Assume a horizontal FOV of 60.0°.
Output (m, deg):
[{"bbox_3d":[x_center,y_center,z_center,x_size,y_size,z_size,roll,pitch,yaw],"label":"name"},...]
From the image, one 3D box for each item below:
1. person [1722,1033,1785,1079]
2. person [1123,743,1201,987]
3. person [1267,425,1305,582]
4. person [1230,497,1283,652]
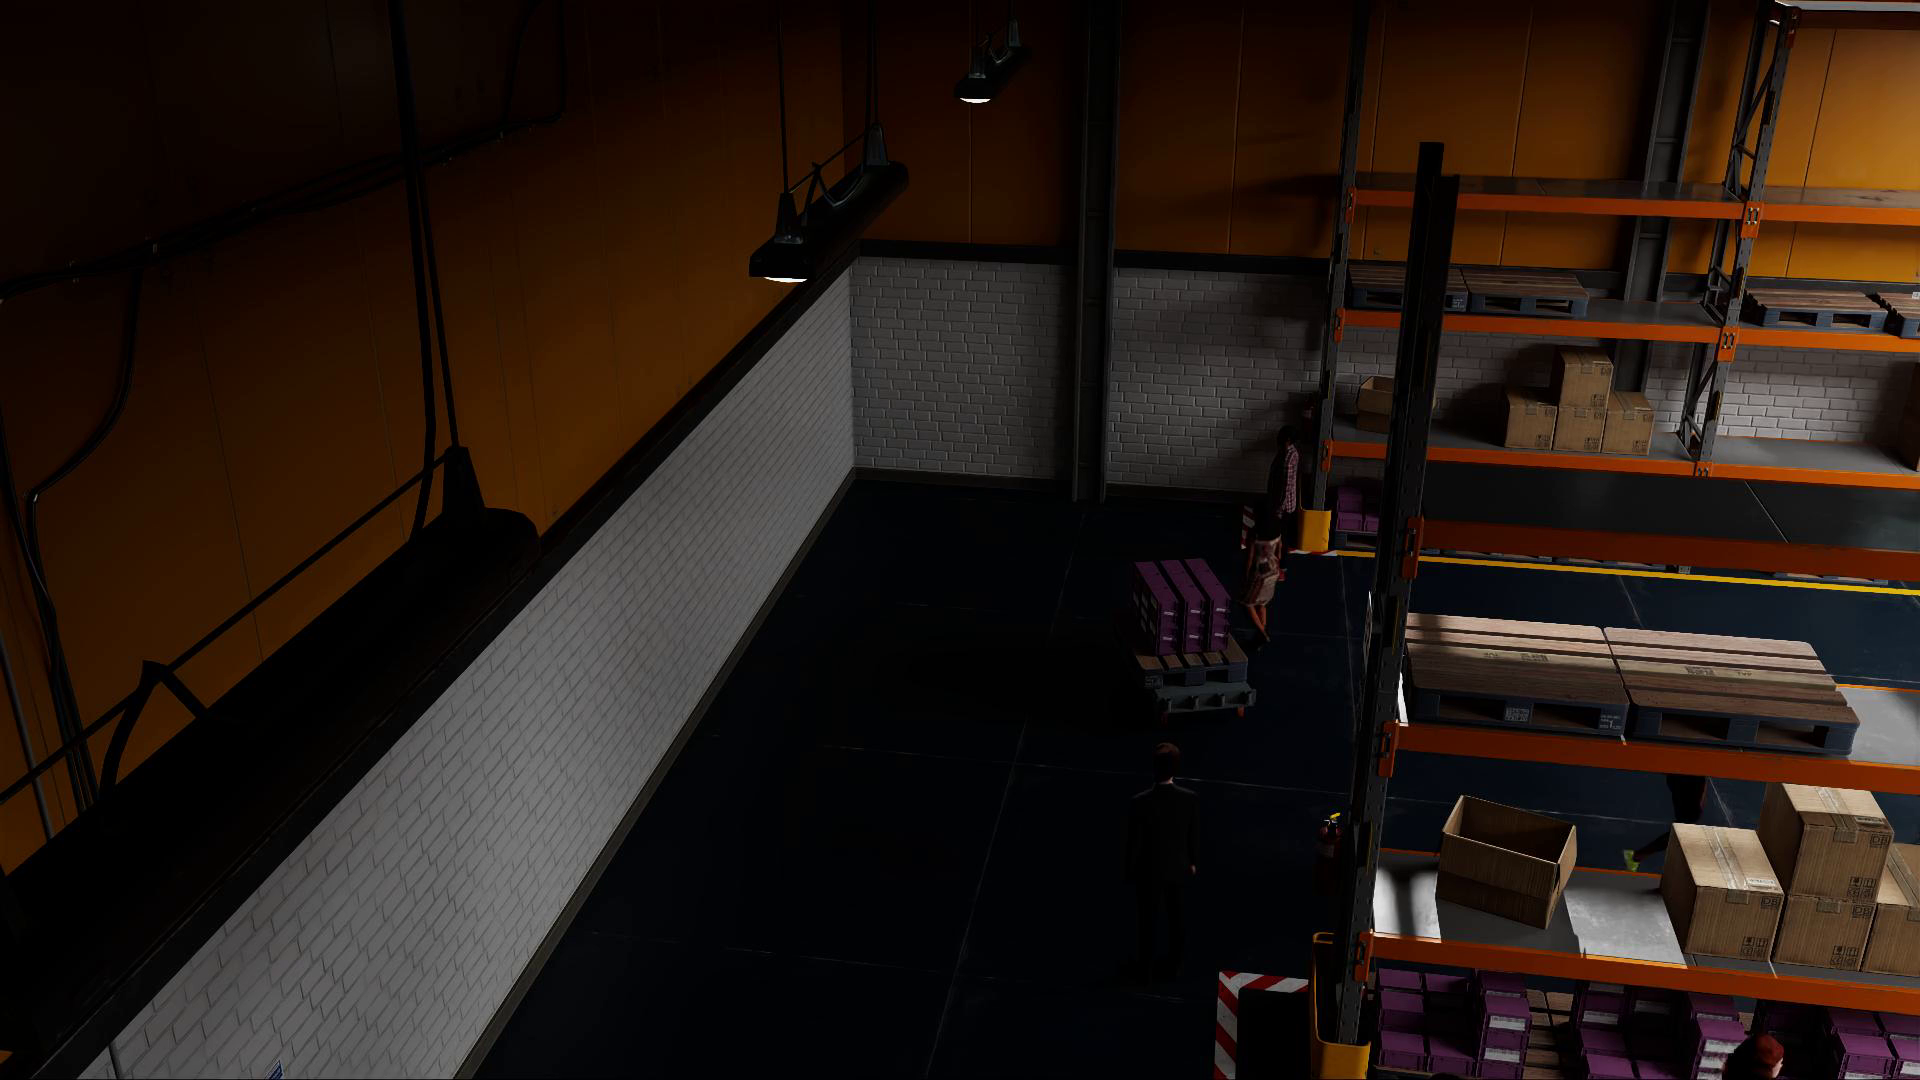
[{"bbox_3d":[4.018,3.444,9.115,1.194,1.770,0.833,13,27,28],"label":"person"},{"bbox_3d":[1.414,2.275,11.635,0.681,1.894,0.831,-4,24,-9],"label":"person"},{"bbox_3d":[3.468,-0.416,17.959,0.577,1.761,0.676,4,24,9],"label":"person"},{"bbox_3d":[2.989,0.394,16.287,0.838,1.615,0.897,-11,26,-24],"label":"person"}]
